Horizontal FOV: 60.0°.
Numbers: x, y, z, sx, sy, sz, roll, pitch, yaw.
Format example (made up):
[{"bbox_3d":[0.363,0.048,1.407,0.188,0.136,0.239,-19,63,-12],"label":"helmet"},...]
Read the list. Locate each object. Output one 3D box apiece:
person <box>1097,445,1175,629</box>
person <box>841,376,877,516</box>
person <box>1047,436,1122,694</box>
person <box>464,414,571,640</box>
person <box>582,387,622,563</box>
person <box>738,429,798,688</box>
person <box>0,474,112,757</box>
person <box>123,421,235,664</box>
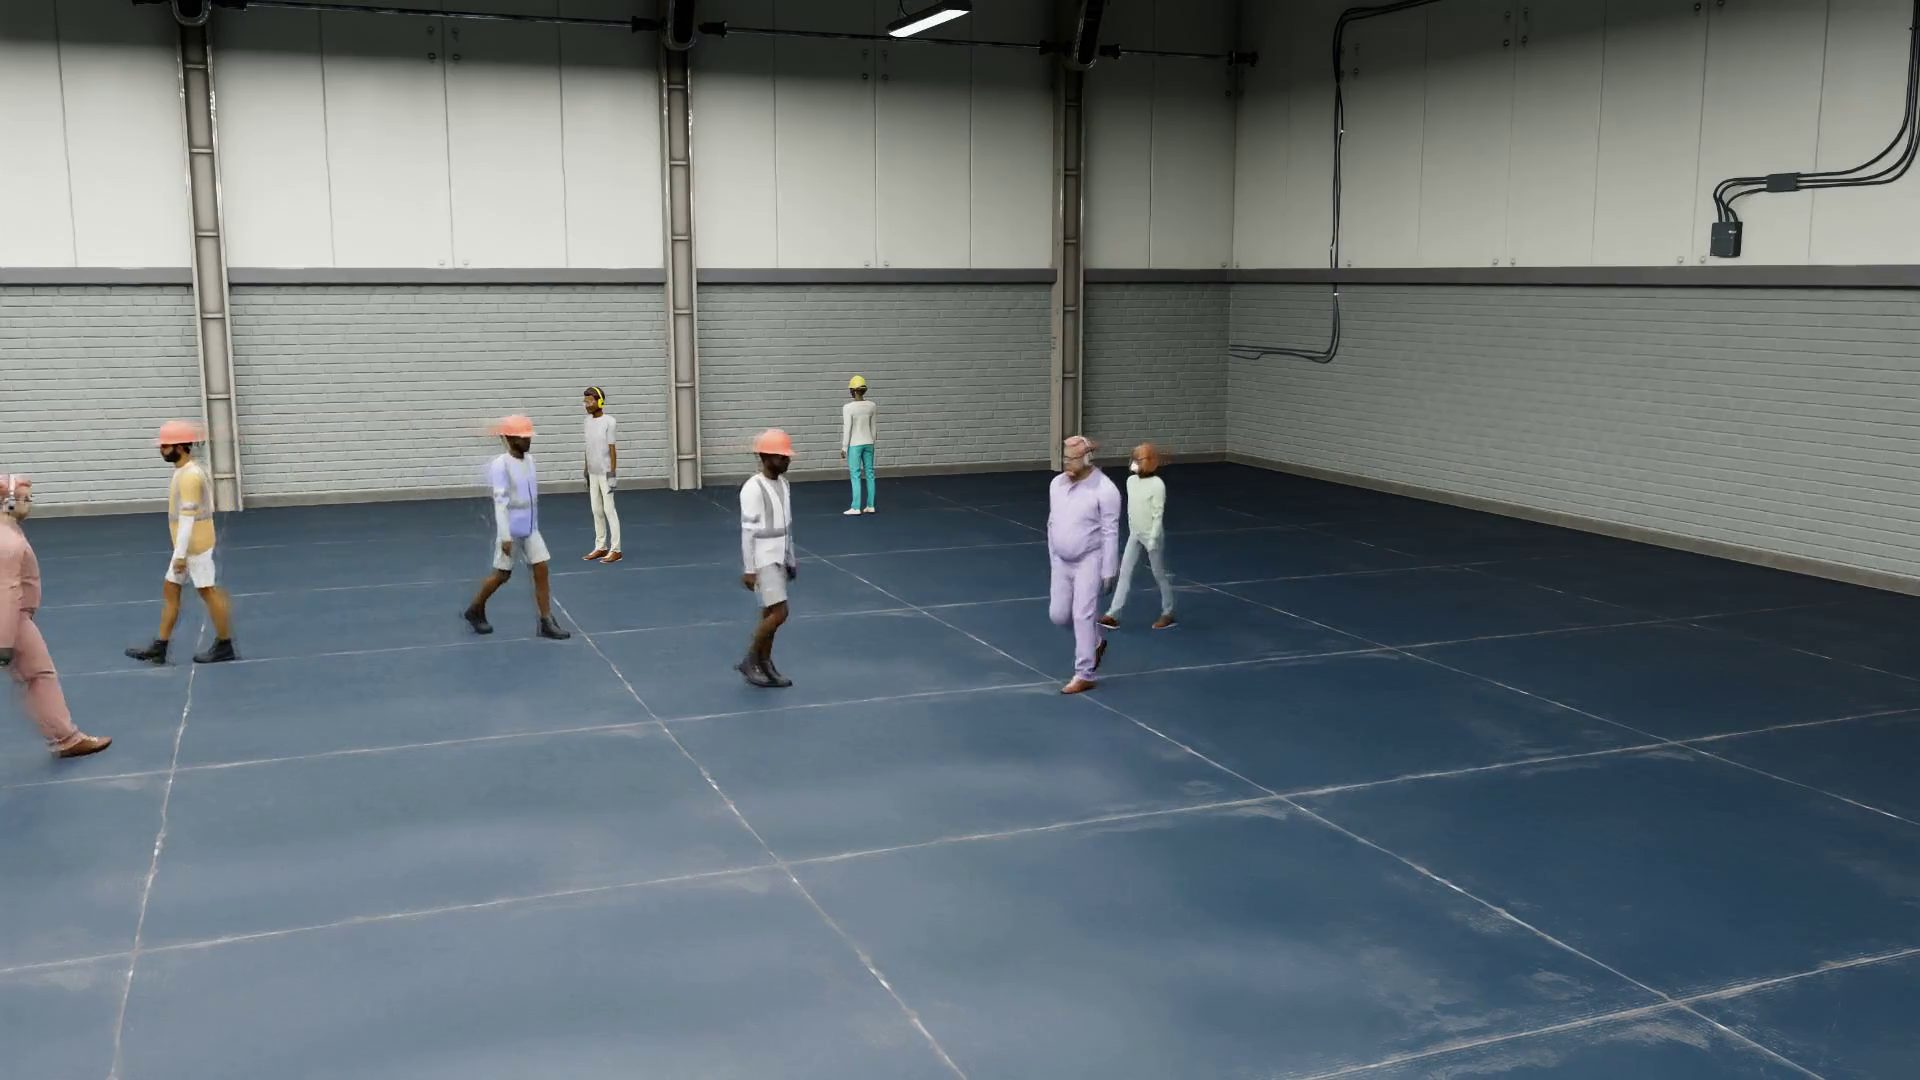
[{"bbox_3d":[1.512,-0.008,14.155,0.829,1.592,0.543,-6,11,-33],"label":"person"},{"bbox_3d":[-1.279,-1.190,21.051,0.522,1.769,0.312,-8,12,-41],"label":"person"},{"bbox_3d":[0.918,0.165,12.165,0.544,1.884,0.661,-8,12,-43],"label":"person"},{"bbox_3d":[-3.743,-0.118,13.913,0.951,1.907,0.544,4,10,25],"label":"person"},{"bbox_3d":[-3.812,-0.689,17.618,0.515,1.865,0.313,7,11,37],"label":"person"},{"bbox_3d":[-1.368,0.154,12.156,0.447,1.919,0.551,3,10,19],"label":"person"},{"bbox_3d":[-5.834,0.515,10.138,0.653,1.842,1.035,6,11,33],"label":"person"},{"bbox_3d":[-6.096,0.045,12.845,0.875,1.905,0.570,-5,10,-29],"label":"person"}]
